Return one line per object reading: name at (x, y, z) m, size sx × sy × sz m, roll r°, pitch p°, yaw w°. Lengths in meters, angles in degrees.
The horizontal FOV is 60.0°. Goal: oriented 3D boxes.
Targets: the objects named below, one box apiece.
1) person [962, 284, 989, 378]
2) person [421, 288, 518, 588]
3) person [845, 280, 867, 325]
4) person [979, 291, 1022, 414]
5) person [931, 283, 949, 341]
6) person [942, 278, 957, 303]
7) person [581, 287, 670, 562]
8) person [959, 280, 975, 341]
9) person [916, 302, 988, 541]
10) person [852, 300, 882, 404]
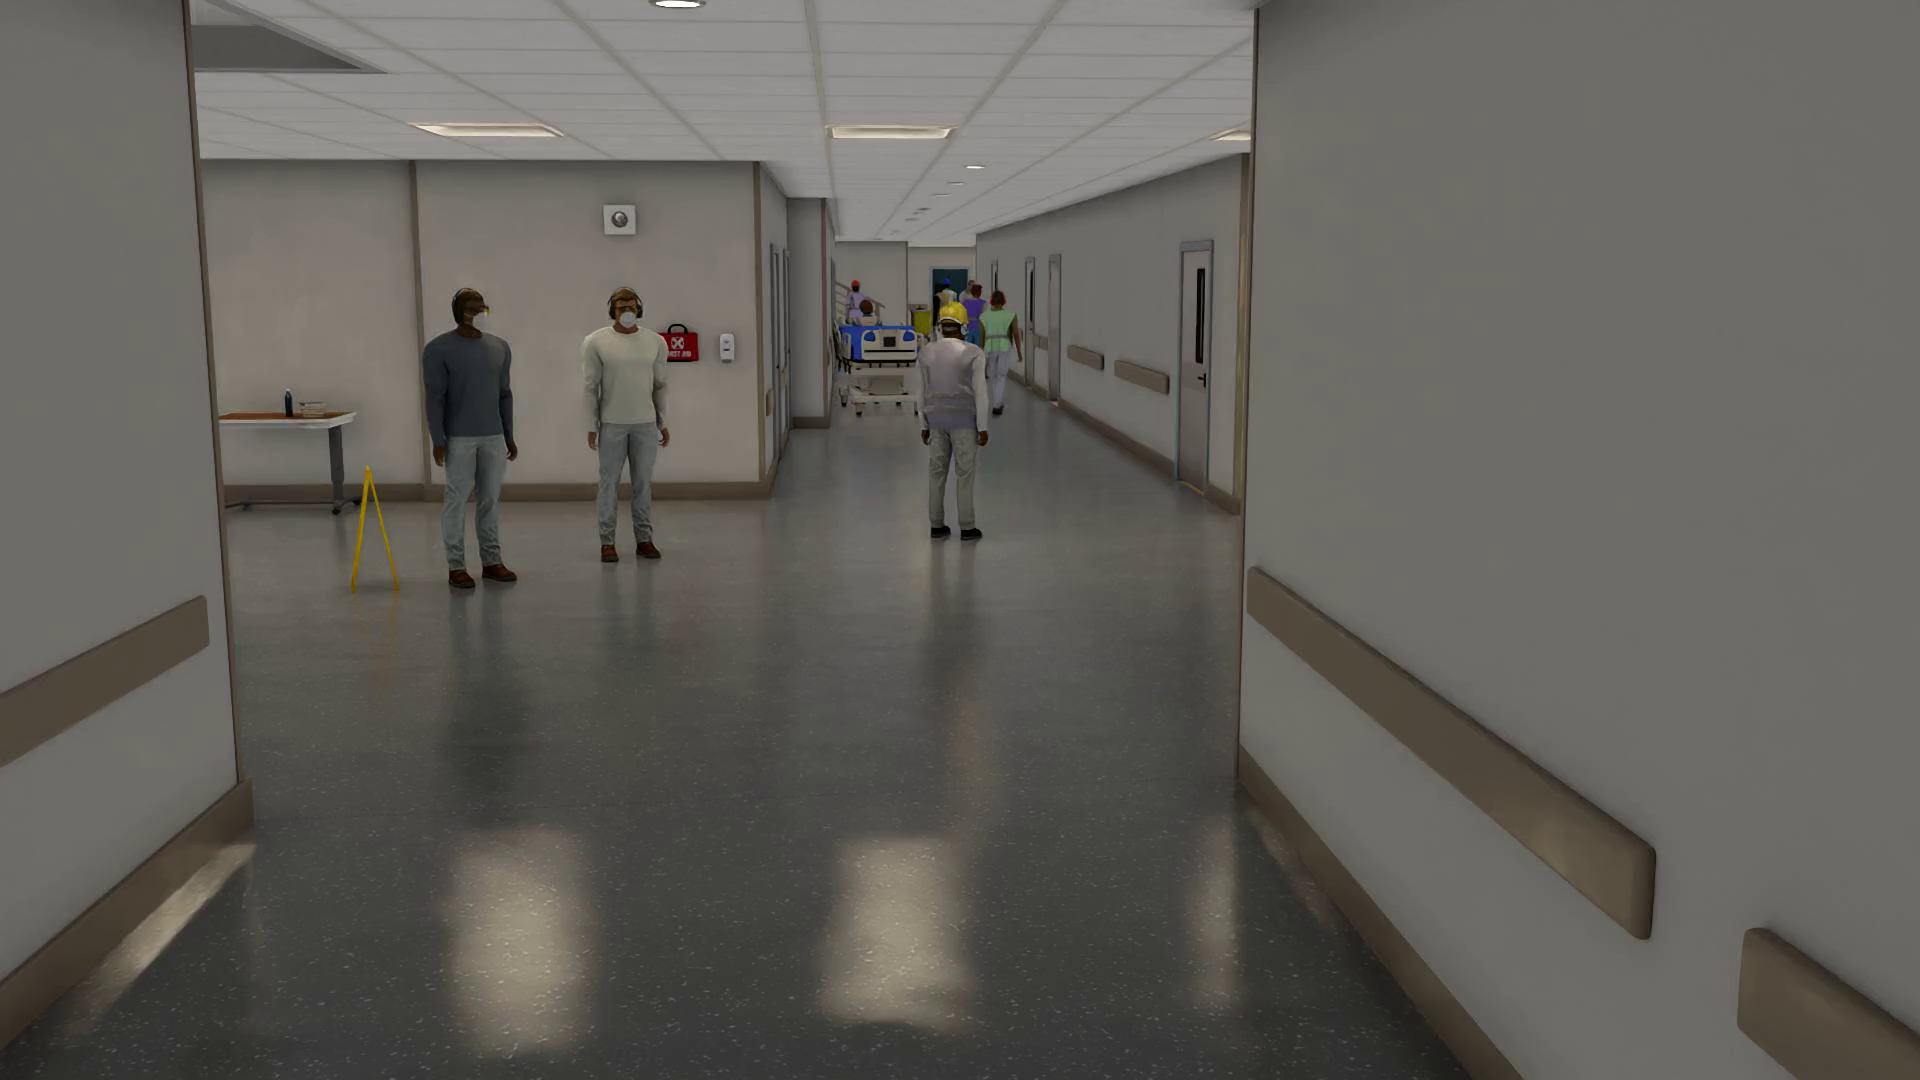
person at (0.291, -4.074, 32.553) m, size 0.570 × 1.843 × 0.372 m, roll 6°, pitch 11°, yaw 31°
person at (-3.174, -0.665, 10.853) m, size 0.368 × 1.940 × 0.632 m, roll 8°, pitch 12°, yaw 41°
person at (-2.732, -5.835, 43.471) m, size 0.554 × 1.879 × 1.029 m, roll -4°, pitch 10°, yaw -24°
person at (0.583, -2.751, 24.407) m, size 0.591 × 1.794 × 0.966 m, roll 3°, pitch 9°, yaw 15°
person at (-0.505, -5.554, 41.965) m, size 0.433 × 1.812 × 0.675 m, roll 4°, pitch 10°, yaw 26°
person at (-0.366, -6.200, 45.632) m, size 0.601 × 1.937 × 0.420 m, roll -5°, pitch 10°, yaw -30°
person at (-2.356, -0.817, 11.807) m, size 0.629 × 1.939 × 0.372 m, roll -5°, pitch 10°, yaw -27°
person at (0.287, -5.976, 44.343) m, size 0.655 × 1.899 × 0.396 m, roll -6°, pitch 11°, yaw -35°
person at (-0.048, -0.903, 12.727) m, size 0.590 × 1.824 × 0.403 m, roll 5°, pitch 10°, yaw 26°
person at (-1.453, -2.947, 26.131) m, size 0.511 × 1.637 × 0.307 m, roll -4°, pitch 10°, yaw -23°
